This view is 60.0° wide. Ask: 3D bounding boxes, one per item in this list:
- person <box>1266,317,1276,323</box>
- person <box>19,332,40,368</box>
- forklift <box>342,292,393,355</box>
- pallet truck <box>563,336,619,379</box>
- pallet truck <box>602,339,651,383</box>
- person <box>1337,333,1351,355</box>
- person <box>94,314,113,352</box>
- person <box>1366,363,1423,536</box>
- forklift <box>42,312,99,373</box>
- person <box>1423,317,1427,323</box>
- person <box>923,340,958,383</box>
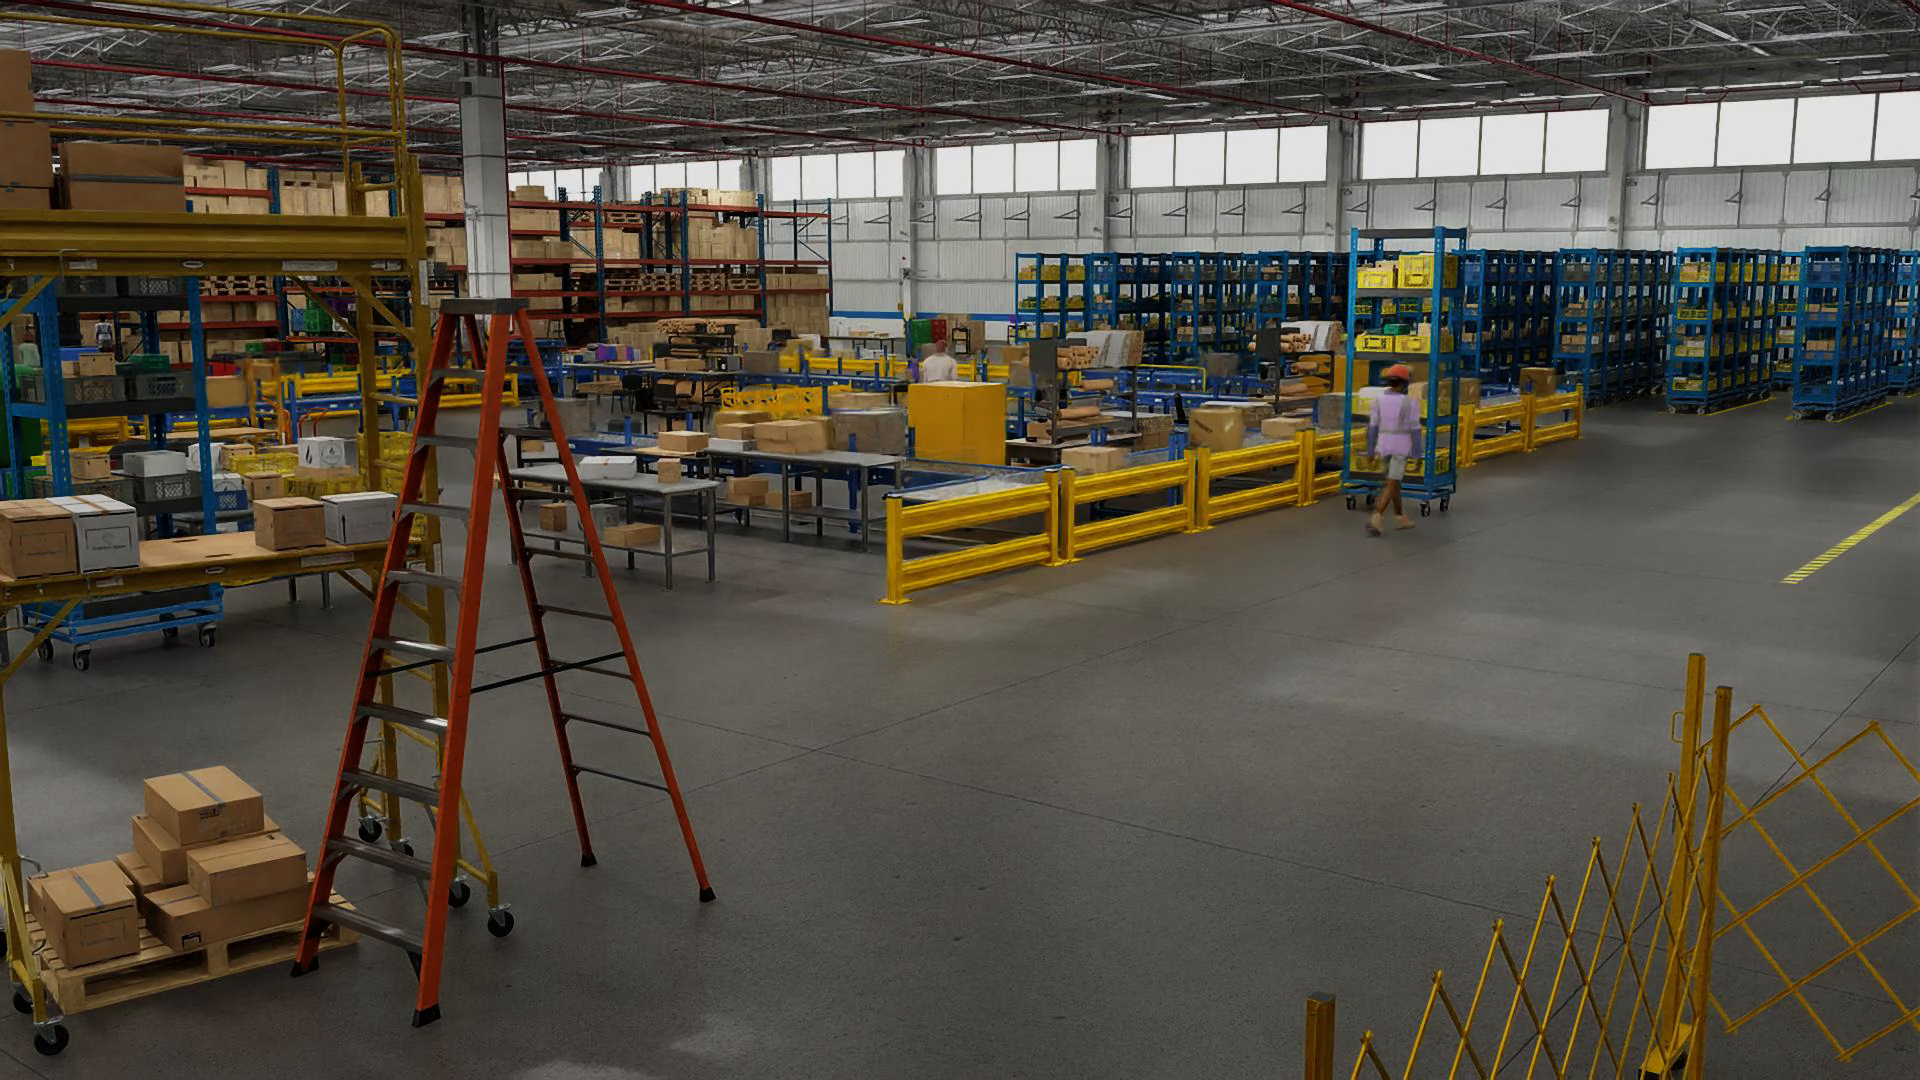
[{"bbox_3d":[9.213,-5.788,48.905,0.612,1.997,0.375,-5,10,-26],"label":"person"},{"bbox_3d":[-22.320,-4.171,39.943,0.501,1.632,0.280,2,9,12],"label":"person"},{"bbox_3d":[-16.485,-5.622,45.120,1.129,2.768,1.873,7,11,37],"label":"forklift"},{"bbox_3d":[-10.690,-5.294,48.215,1.601,1.201,0.680,-5,10,-26],"label":"pallet truck"},{"bbox_3d":[-8.991,-4.871,45.351,0.653,1.274,1.630,7,11,37],"label":"pallet truck"},{"bbox_3d":[8.475,-3.654,36.437,0.887,1.727,0.532,7,12,38],"label":"person"},{"bbox_3d":[-28.386,-6.634,55.126,0.318,1.692,0.583,7,11,36],"label":"person"},{"bbox_3d":[5.040,-1.056,19.379,1.044,2.004,0.618,-8,12,-41],"label":"person"},{"bbox_3d":[-23.779,-5.451,44.052,1.873,2.768,1.129,7,11,36],"label":"forklift"},{"bbox_3d":[13.152,-5.390,46.958,0.590,1.826,0.404,1,9,7],"label":"person"},{"bbox_3d":[-0.321,-2.505,28.745,0.639,1.899,0.396,4,10,21],"label":"person"}]
